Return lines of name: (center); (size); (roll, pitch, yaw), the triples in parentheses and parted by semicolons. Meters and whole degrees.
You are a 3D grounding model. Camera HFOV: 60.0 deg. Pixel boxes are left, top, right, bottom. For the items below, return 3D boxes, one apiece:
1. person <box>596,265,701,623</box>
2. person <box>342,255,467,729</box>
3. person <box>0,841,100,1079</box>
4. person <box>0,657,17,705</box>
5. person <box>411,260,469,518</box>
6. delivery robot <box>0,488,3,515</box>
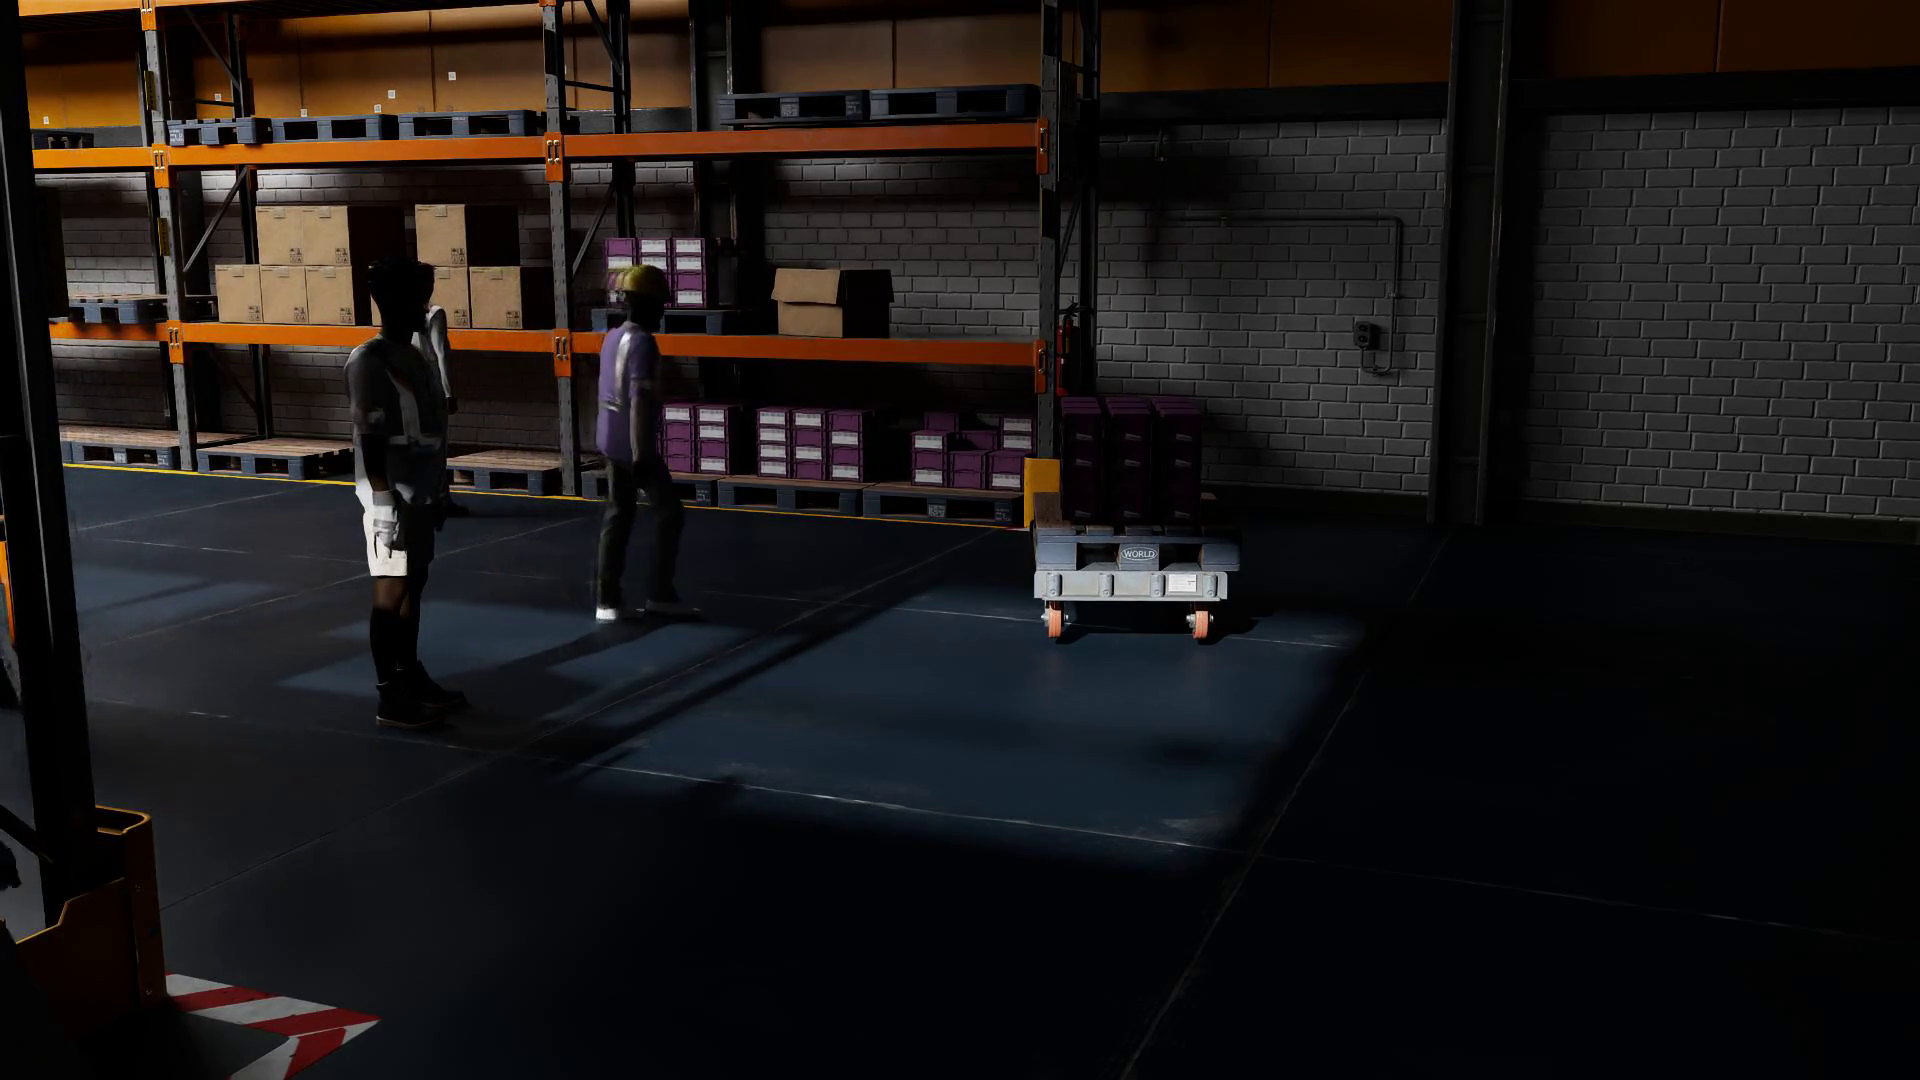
person: (-1.676, -0.503, 8.864); (0.705, 1.891, 0.631); (-6, 12, -31)
person: (-2.336, -0.203, 6.995); (0.367, 1.967, 0.603); (0, 10, 1)
person: (-1.939, 0.663, 3.212); (0.535, 1.591, 0.830); (9, 14, 41)
person: (-4.604, -0.209, 7.297); (1.001, 1.874, 0.551); (2, 10, 13)
person: (-3.920, -1.095, 12.198); (0.575, 1.885, 0.355); (5, 11, 27)
delivery robot: (-6.988, -0.362, 11.555); (0.707, 0.478, 0.477); (-1, 10, -4)
